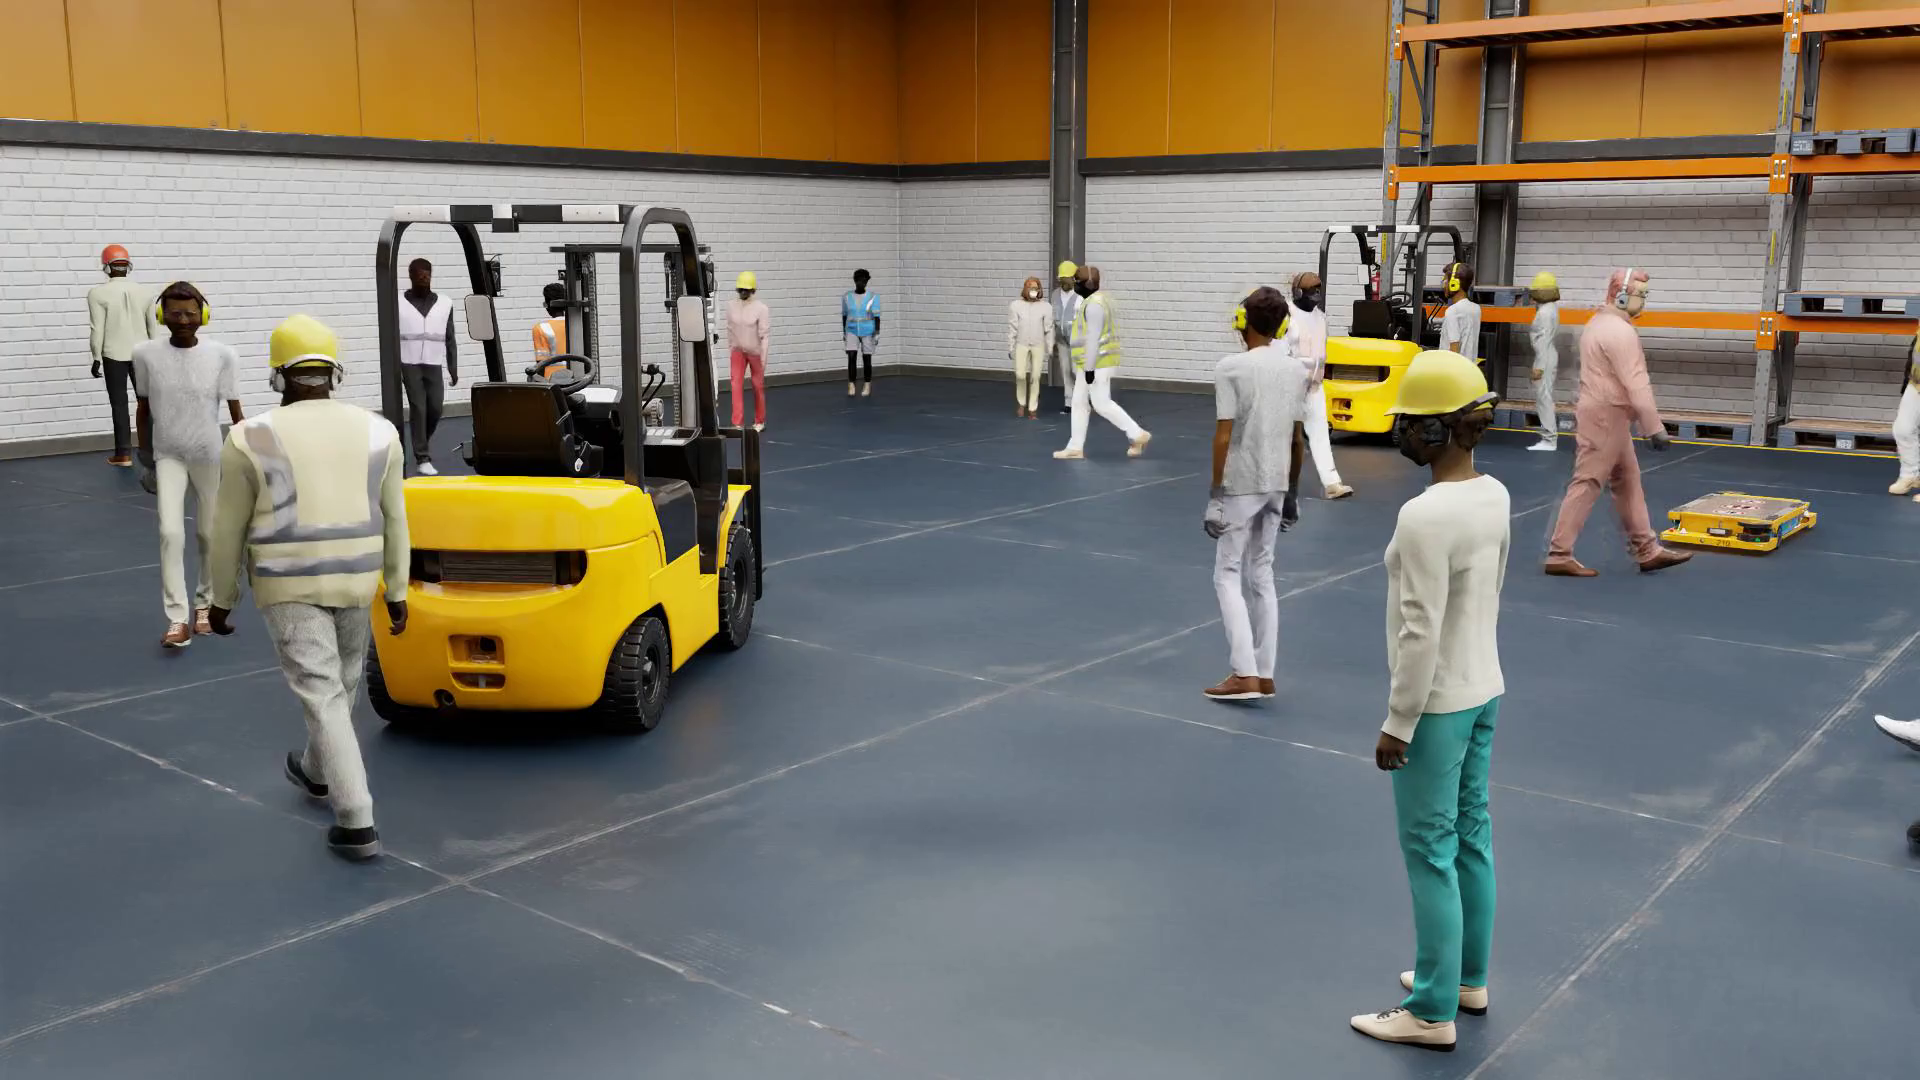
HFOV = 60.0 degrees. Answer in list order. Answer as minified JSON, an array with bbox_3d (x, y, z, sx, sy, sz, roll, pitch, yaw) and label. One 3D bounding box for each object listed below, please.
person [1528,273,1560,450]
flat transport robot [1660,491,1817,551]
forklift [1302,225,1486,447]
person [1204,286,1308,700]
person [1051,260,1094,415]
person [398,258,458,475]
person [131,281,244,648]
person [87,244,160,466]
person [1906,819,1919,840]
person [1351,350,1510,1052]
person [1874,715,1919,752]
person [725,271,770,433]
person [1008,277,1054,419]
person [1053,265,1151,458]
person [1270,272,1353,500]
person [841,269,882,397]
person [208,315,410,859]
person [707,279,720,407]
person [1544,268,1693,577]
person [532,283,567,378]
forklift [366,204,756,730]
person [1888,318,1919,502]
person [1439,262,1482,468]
[{"bbox_3d":[5.682,-1.719,16.152,0.326,1.711,0.620,4,11,22],"label":"person"},{"bbox_3d":[5.356,-0.143,11.397,0.652,0.197,1.431,8,13,38],"label":"flat transport robot"},{"bbox_3d":[4.449,-2.115,16.993,1.214,2.155,2.313,8,13,38],"label":"forklift"},{"bbox_3d":[1.338,-0.200,7.398,0.566,1.834,0.479,-6,12,-29],"label":"person"},{"bbox_3d":[1.327,-2.362,19.473,0.607,1.803,0.552,8,13,37],"label":"person"},{"bbox_3d":[-4.767,-1.539,14.672,0.619,1.887,0.770,-7,12,-34],"label":"person"},{"bbox_3d":[-3.846,-0.367,8.329,0.536,1.819,0.919,-4,11,-21],"label":"person"},{"bbox_3d":[-7.577,-1.671,15.090,0.395,1.990,0.625,8,13,38],"label":"person"},{"bbox_3d":[3.531,0.132,5.383,0.613,1.891,0.500,5,11,25],"label":"person"},{"bbox_3d":[1.197,0.405,4.223,0.323,1.765,0.534,8,13,38],"label":"person"},{"bbox_3d":[3.933,0.001,6.141,0.957,1.881,0.599,10,14,42],"label":"person"},{"bbox_3d":[-2.207,-1.927,17.282,0.537,1.698,0.839,3,11,16],"label":"person"},{"bbox_3d":[0.810,-2.179,18.916,0.520,1.616,0.393,0,10,-2],"label":"person"},{"bbox_3d":[1.327,-1.634,15.407,0.845,1.814,0.635,0,10,1],"label":"person"},{"bbox_3d":[2.684,-1.219,13.176,0.612,1.790,1.018,-6,12,-30],"label":"person"},{"bbox_3d":[-1.281,-2.663,21.476,0.550,1.652,0.778,1,10,6],"label":"person"},{"bbox_3d":[-2.215,0.136,5.649,0.610,1.779,0.942,-9,14,-42],"label":"person"},{"bbox_3d":[-3.160,-2.541,20.211,0.340,1.883,0.586,8,13,38],"label":"person"},{"bbox_3d":[4.005,-0.674,9.934,0.956,1.858,0.648,2,11,13],"label":"person"},{"bbox_3d":[-3.197,-1.206,13.331,0.316,1.696,0.541,8,13,38],"label":"person"},{"bbox_3d":[-1.766,-0.406,7.525,1.214,2.155,2.313,1,10,7],"label":"forklift"},{"bbox_3d":[7.565,-1.164,12.840,0.429,1.793,0.719,-4,11,-20],"label":"person"},{"bbox_3d":[3.807,-1.193,12.808,0.312,1.861,0.537,8,13,38],"label":"person"}]
